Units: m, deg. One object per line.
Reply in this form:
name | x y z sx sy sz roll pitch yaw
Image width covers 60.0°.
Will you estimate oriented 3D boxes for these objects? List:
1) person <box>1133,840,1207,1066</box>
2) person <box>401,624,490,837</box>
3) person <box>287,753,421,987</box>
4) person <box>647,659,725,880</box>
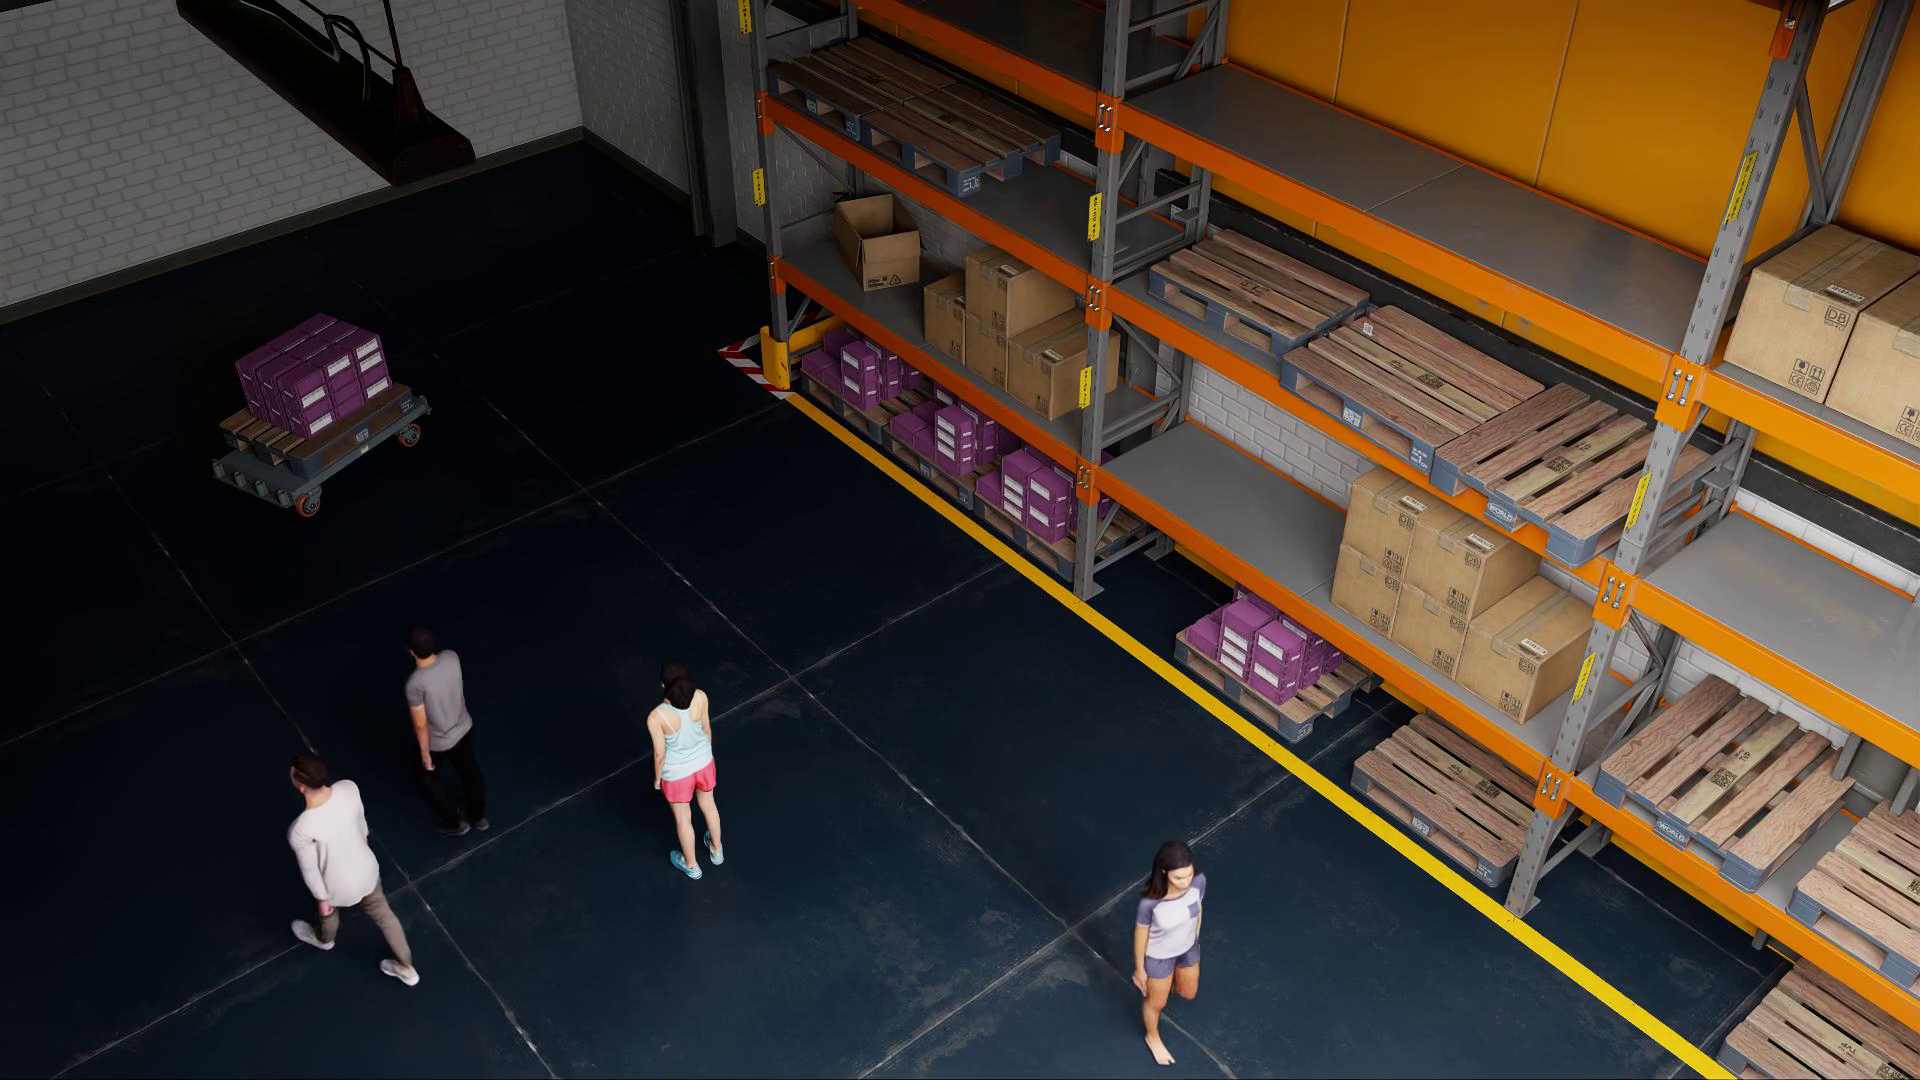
person | 1.116 2.231 9.299 0.663 1.724 0.771 -20 43 -23
person | -3.201 1.248 10.512 0.748 1.746 0.753 18 42 21
person | -3.488 1.948 9.596 1.212 1.795 0.956 19 42 22
person | -1.694 1.404 10.301 0.578 1.765 0.574 -26 46 -29
